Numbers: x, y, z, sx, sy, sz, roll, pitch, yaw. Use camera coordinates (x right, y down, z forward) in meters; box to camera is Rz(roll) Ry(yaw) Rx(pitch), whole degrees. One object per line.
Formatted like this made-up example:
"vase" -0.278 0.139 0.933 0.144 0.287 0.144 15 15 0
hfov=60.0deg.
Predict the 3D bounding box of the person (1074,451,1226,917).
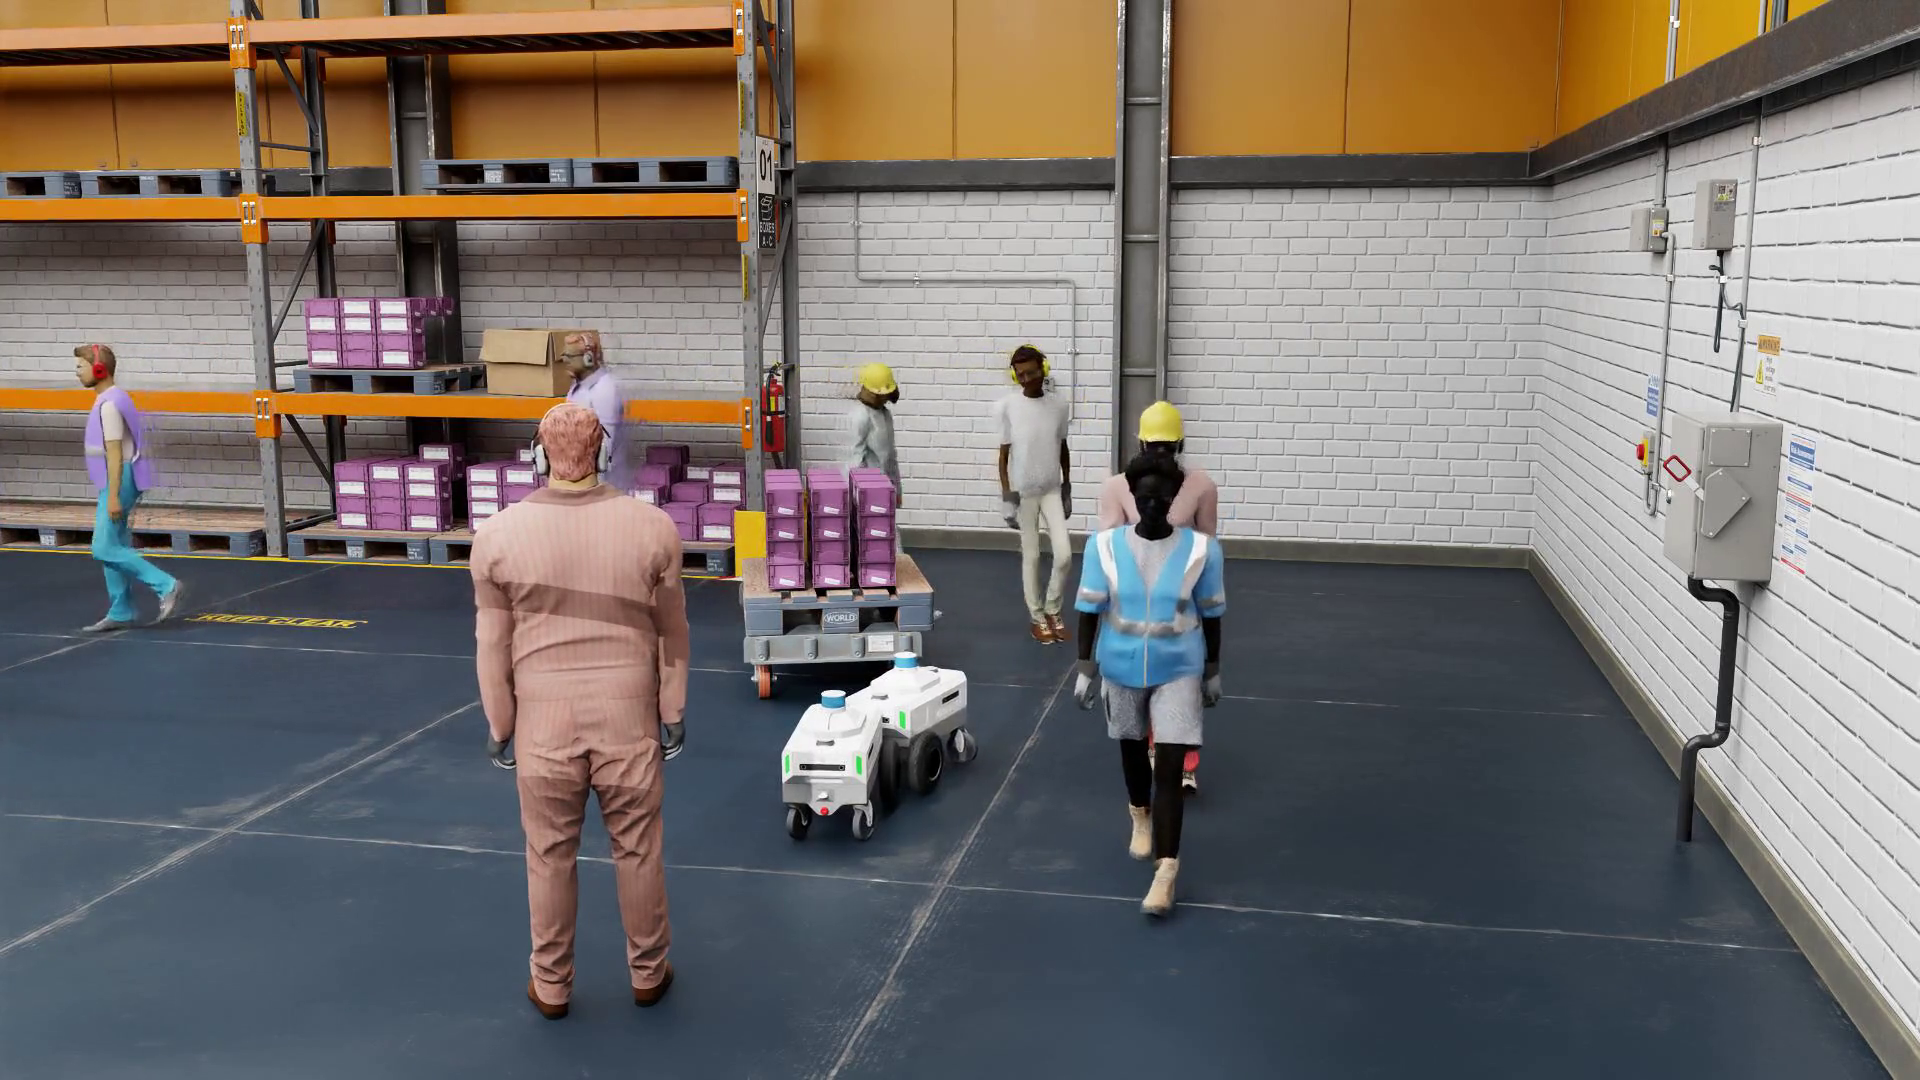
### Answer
"person" 0.702 0.480 6.189 0.548 1.648 0.890 2 10 14

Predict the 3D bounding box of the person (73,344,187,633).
"person" -5.248 -0.313 10.429 0.516 1.825 0.597 -5 11 -29

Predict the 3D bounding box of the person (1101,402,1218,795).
"person" 0.876 0.256 7.348 0.523 1.718 0.902 1 9 6

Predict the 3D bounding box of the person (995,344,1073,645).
"person" 0.470 -0.265 10.092 0.528 1.837 0.443 -3 10 -17

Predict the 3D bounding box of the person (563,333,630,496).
"person" -2.516 -0.427 11.032 0.963 1.858 0.646 -7 12 -36

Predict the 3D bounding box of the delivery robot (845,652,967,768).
"delivery robot" -0.243 0.753 7.554 0.477 0.478 0.707 4 10 24

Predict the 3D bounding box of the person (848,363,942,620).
"person" -0.443 -0.294 10.720 0.834 1.679 0.548 3 10 17

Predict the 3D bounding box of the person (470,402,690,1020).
"person" -1.156 0.527 5.138 0.643 1.908 0.411 -3 10 -16

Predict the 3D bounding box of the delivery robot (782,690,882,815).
"delivery robot" -0.521 0.865 6.879 0.477 0.478 0.707 1 9 3
